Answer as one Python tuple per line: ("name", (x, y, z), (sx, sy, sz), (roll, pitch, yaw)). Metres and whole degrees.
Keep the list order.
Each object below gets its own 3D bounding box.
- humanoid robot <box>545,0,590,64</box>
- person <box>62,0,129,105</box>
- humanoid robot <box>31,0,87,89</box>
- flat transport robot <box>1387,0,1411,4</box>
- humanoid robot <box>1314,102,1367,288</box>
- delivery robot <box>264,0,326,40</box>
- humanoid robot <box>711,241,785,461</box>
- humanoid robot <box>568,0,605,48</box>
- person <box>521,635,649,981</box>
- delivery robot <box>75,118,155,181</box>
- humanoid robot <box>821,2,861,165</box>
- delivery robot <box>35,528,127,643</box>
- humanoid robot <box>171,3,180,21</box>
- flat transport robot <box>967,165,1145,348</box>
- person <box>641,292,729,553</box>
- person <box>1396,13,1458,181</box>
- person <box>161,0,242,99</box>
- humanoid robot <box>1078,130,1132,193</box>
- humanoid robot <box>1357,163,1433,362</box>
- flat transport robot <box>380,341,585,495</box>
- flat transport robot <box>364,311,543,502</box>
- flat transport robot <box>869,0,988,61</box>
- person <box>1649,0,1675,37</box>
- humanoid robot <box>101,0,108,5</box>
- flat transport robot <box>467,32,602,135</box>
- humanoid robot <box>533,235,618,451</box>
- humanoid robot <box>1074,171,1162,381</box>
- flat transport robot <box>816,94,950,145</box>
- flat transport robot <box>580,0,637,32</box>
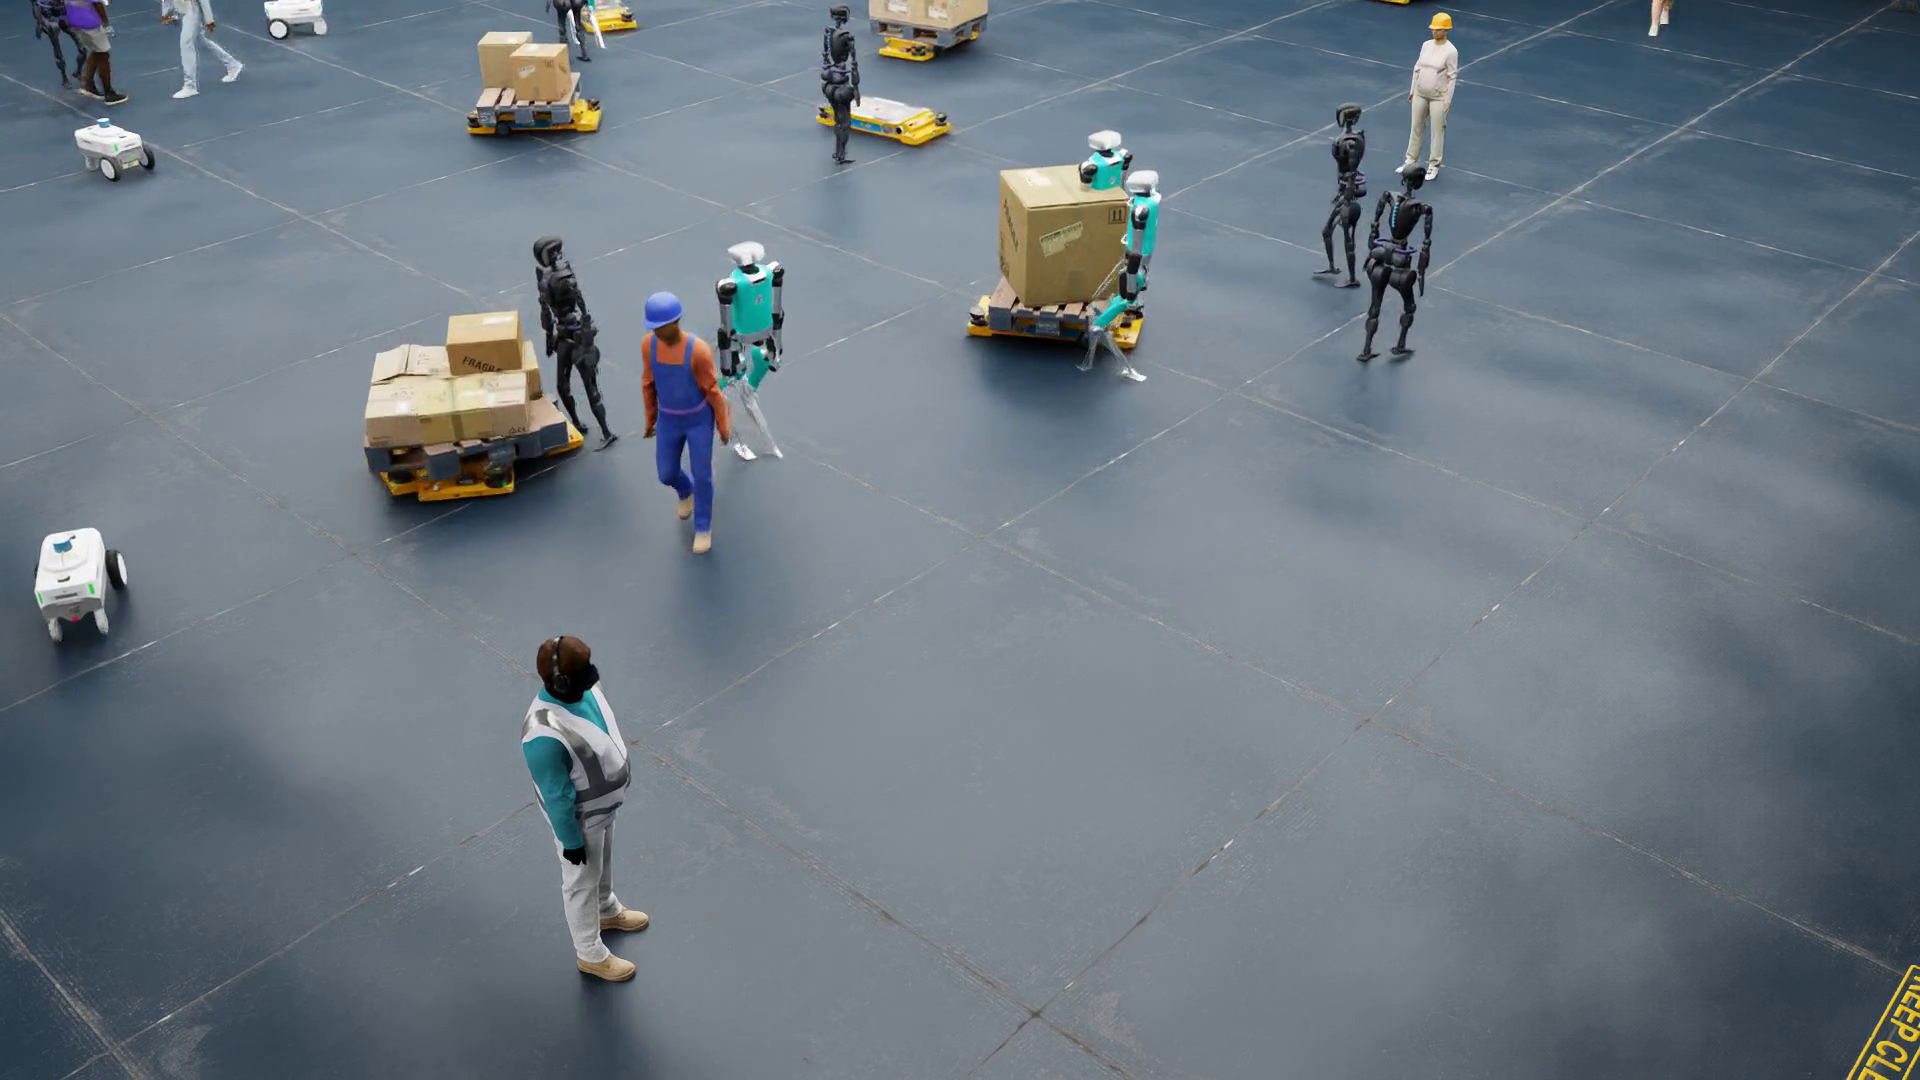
("humanoid robot", (-4.931, -6.828, 20.810), (0.320, 1.648, 0.616), (25, 40, 34))
("person", (-10.100, -6.029, 19.283), (0.673, 1.942, 0.449), (17, 36, 25))
("humanoid robot", (-10.774, -6.237, 19.857), (0.365, 1.641, 0.609), (22, 38, 31))
("flat transport robot", (6.478, -8.044, 24.107), (0.659, 0.231, 1.431), (24, 39, 34))
("humanoid robot", (3.442, -3.044, 14.726), (0.382, 1.648, 0.608), (3, 32, 5))
("delivery robot", (-8.894, -6.990, 22.158), (0.798, 0.614, 0.499), (-11, 33, -17))
("humanoid robot", (-1.598, -1.358, 11.952), (0.537, 1.769, 0.764), (-25, 39, -34))
("humanoid robot", (-4.869, -7.175, 21.348), (0.543, 1.794, 0.797), (-16, 35, -24))
("person", (-1.722, 1.220, 7.697), (0.429, 1.846, 0.624), (2, 32, 3))
("delivery robot", (-8.949, -4.148, 17.554), (0.740, 0.585, 0.523), (17, 36, 26))
("humanoid robot", (-1.273, -4.845, 17.620), (0.414, 1.642, 0.589), (-26, 40, -35))
("delivery robot", (-5.601, 0.234, 10.516), (0.499, 0.605, 0.781), (-11, 34, -18))
("humanoid robot", (-10.674, -7.880, 22.470), (0.554, 1.759, 0.968), (-12, 34, -19))
("flat transport robot", (0.832, -1.913, 14.235), (1.431, 0.231, 0.659), (7, 32, 11))
("person", (-1.791, -0.804, 10.924), (0.572, 1.880, 0.579), (4, 32, 7))
("person", (4.872, -4.585, 17.182), (0.310, 1.697, 0.481), (-28, 41, -37))
("person", (-9.096, -6.275, 19.737), (0.598, 1.876, 0.956), (21, 38, 30))
("humanoid robot", (1.007, -2.580, 14.012), (0.543, 1.878, 0.786), (-25, 39, -34))
("humanoid robot", (3.514, -2.242, 13.438), (0.489, 1.642, 0.609), (-26, 40, -35))
("flat transport robot", (-3.582, -0.724, 12.319), (1.431, 0.231, 0.659), (-18, 36, -27))
("flat transport robot", (-3.687, -0.721, 12.315), (0.659, 0.231, 1.431), (-6, 32, -10))
("flat transport robot", (-0.391, -6.518, 21.650), (0.659, 0.231, 1.431), (18, 36, 26))
("person", (9.476, -7.692, 22.060), (0.527, 1.836, 0.920), (11, 34, 17))
("humanoid robot", (-12.279, -8.380, 23.264), (0.534, 1.807, 0.652), (-18, 36, -26))
("flat transport robot", (-4.835, -4.831, 18.933), (1.431, 0.231, 0.659), (-2, 32, -4))
("humanoid robot", (-2.849, -1.454, 12.162), (0.611, 1.643, 0.326), (26, 40, 35))
("humanoid robot", (1.146, -2.032, 13.119), (0.797, 1.849, 0.562), (8, 33, 13))
("flat transport robot", (-0.878, -4.768, 18.833), (1.431, 0.231, 0.659), (20, 37, 29))
("flat transport robot", (-4.966, -7.255, 22.837), (0.659, 0.231, 1.431), (-14, 35, -22))
